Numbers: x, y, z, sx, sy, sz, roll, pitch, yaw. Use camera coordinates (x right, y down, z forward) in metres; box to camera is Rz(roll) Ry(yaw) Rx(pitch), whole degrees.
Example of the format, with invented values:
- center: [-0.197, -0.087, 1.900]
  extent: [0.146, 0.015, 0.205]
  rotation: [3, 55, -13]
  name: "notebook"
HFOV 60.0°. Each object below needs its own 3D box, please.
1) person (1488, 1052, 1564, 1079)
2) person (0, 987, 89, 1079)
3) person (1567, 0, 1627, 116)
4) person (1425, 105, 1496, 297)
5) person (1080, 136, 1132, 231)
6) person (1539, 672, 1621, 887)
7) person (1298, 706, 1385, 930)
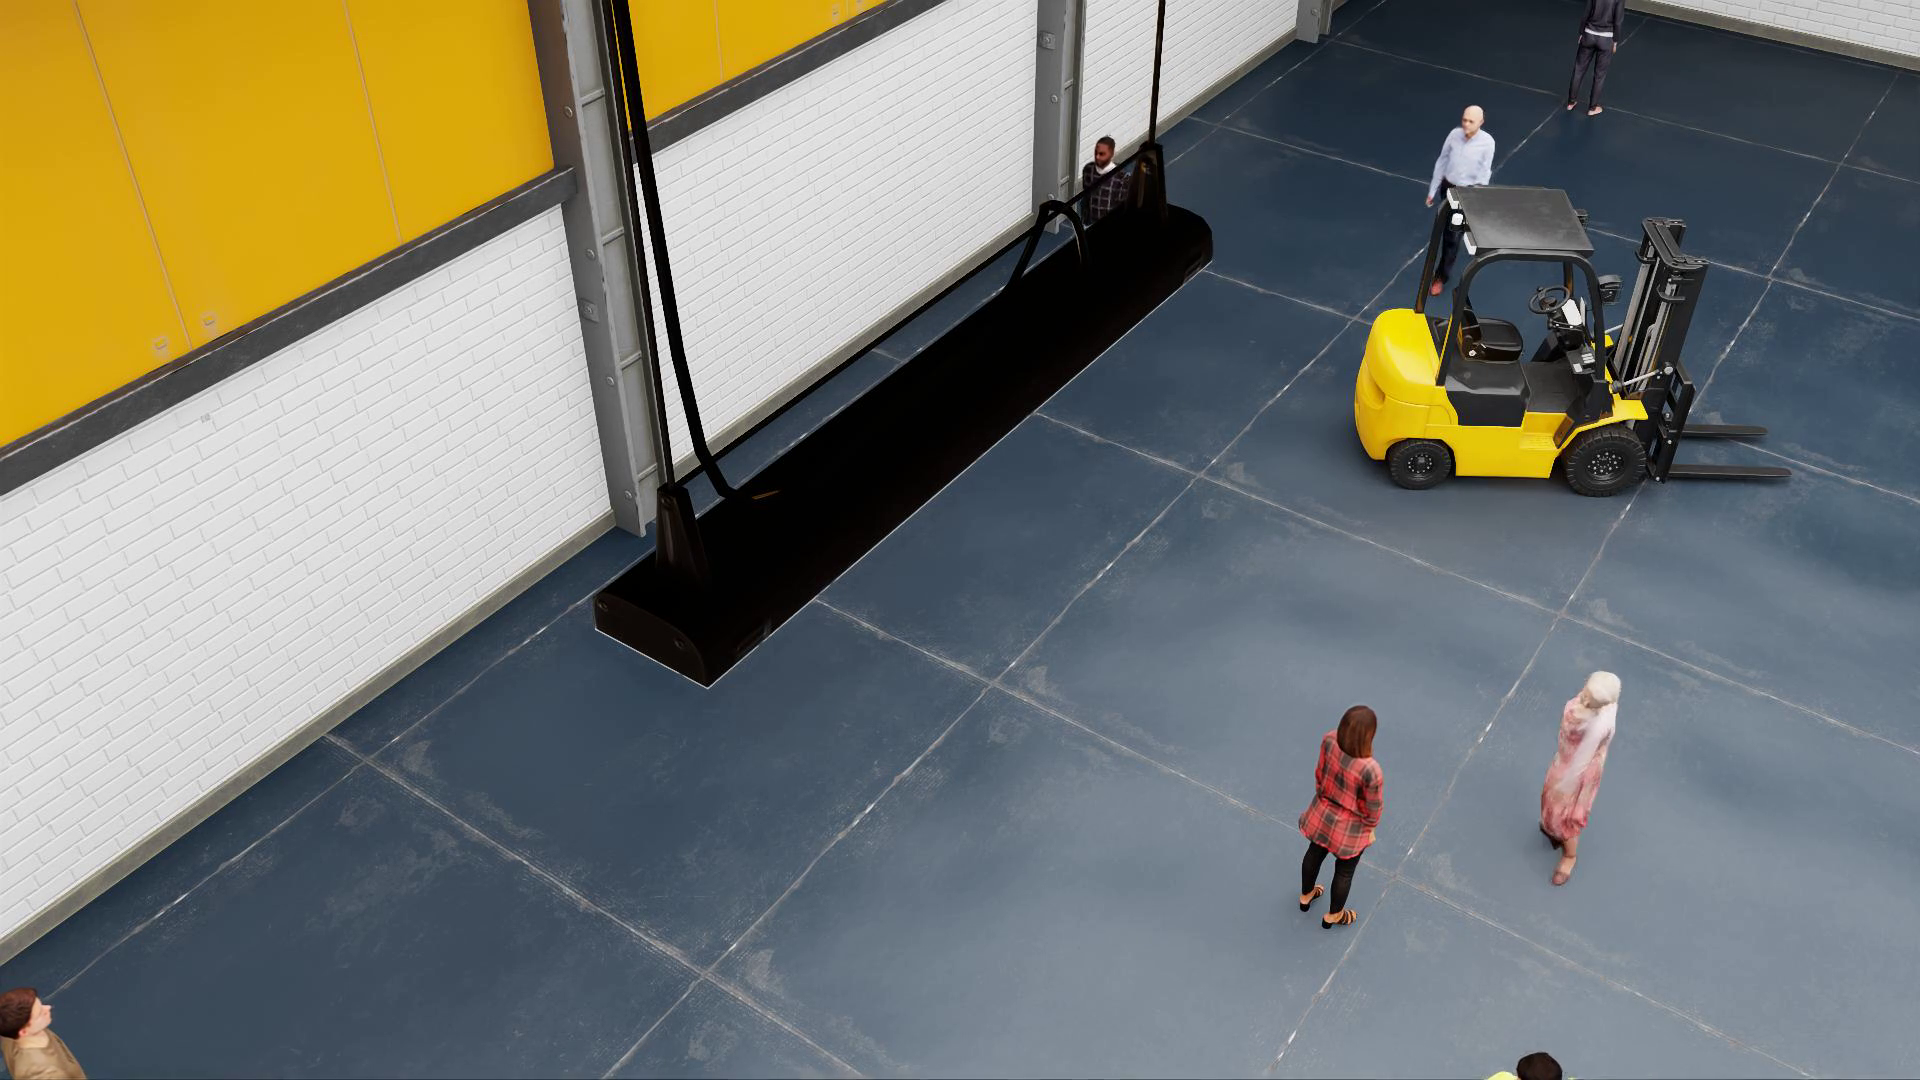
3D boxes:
- center: [2.631, 2.929, 7.887]
  extent: [0.638, 1.669, 1.060]
  rotation: [23, 44, 26]
  name: "person"
- center: [-4.238, 2.766, 7.946]
  extent: [0.643, 1.851, 0.706]
  rotation: [-31, 48, -33]
  name: "person"
- center: [7.122, -5.612, 18.535]
  extent: [0.607, 1.727, 0.520]
  rotation: [26, 45, 29]
  name: "person"
- center: [4.688, -3.239, 15.533]
  extent: [0.678, 1.765, 0.986]
  rotation: [27, 46, 30]
  name: "person"
- center: [1.346, -2.813, 14.987]
  extent: [0.787, 1.781, 1.146]
  rotation: [17, 42, 20]
  name: "person"
- center: [3.719, 1.289, 9.947]
  extent: [0.812, 1.661, 0.610]
  rotation: [21, 43, 24]
  name: "person"
- center: [2.190, 1.584, 9.543]
  extent: [0.647, 1.704, 0.672]
  rotation: [-26, 45, -29]
  name: "person"
